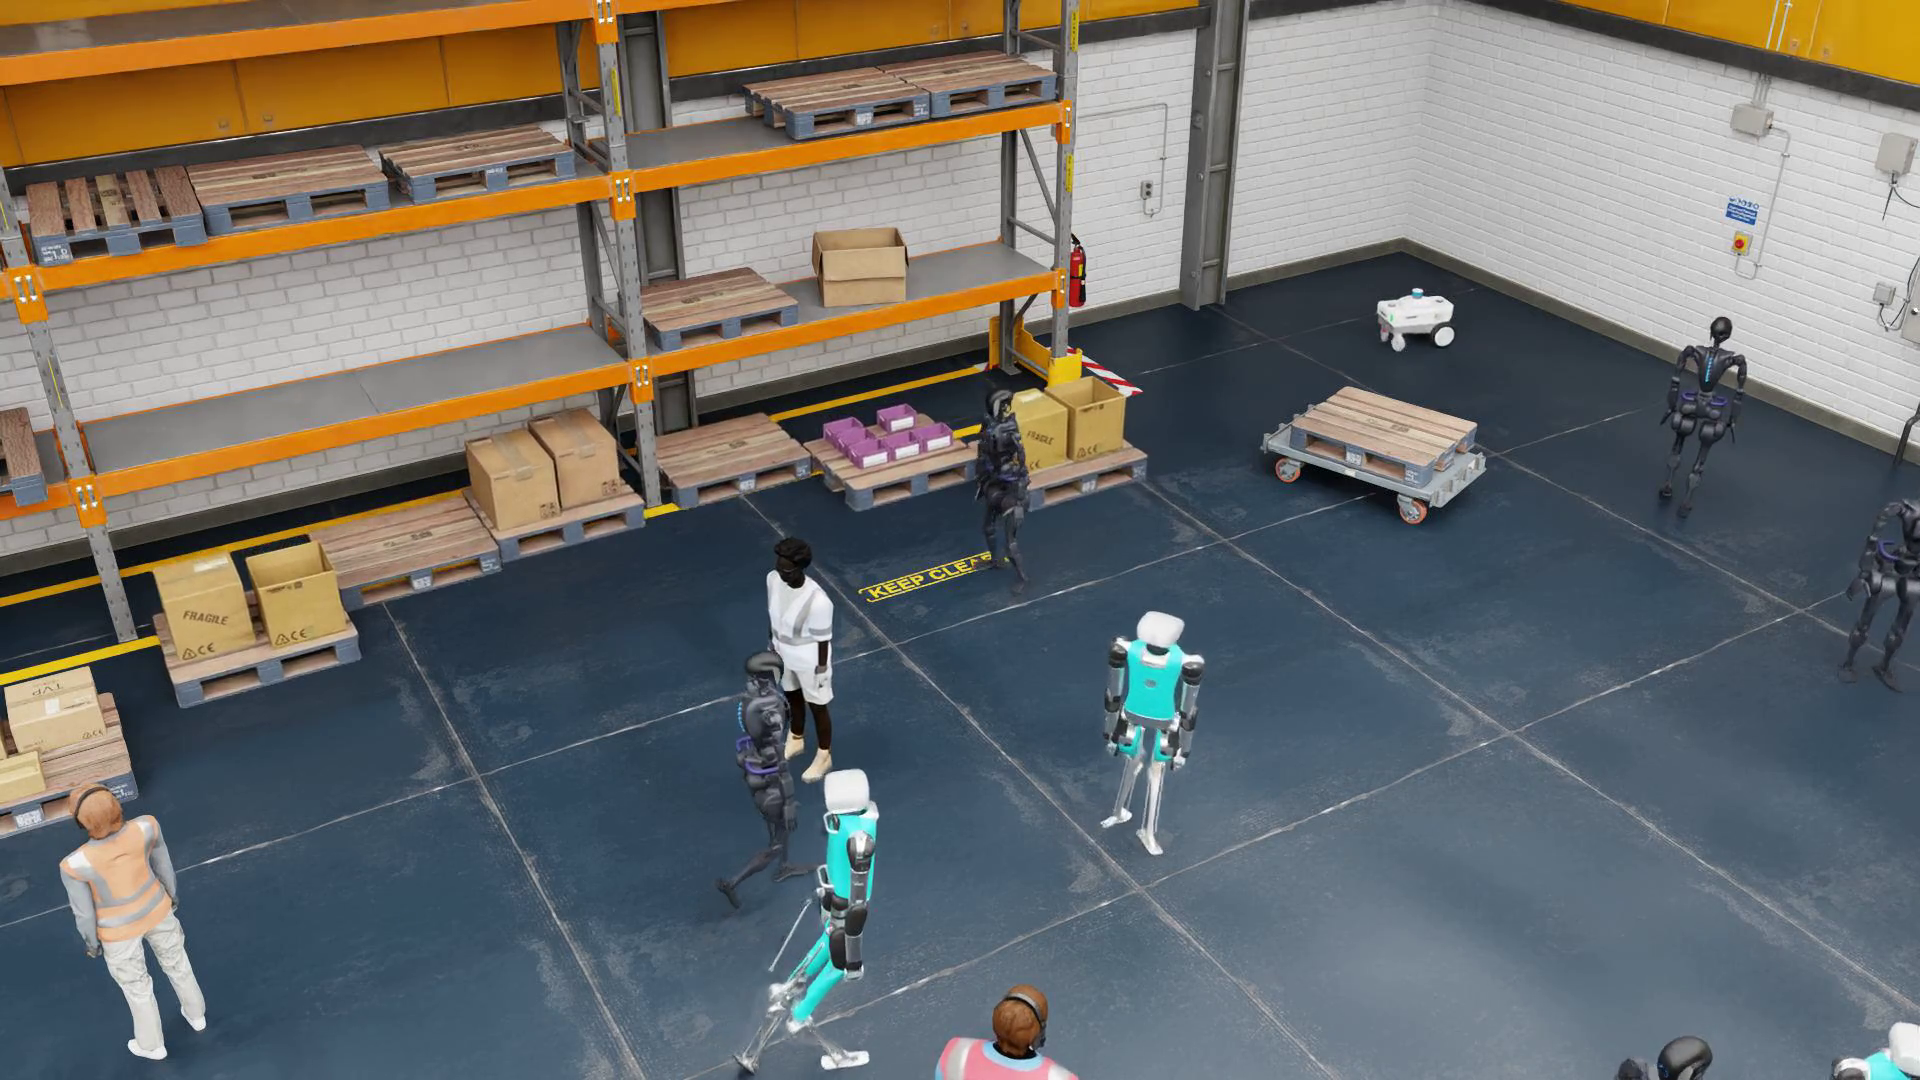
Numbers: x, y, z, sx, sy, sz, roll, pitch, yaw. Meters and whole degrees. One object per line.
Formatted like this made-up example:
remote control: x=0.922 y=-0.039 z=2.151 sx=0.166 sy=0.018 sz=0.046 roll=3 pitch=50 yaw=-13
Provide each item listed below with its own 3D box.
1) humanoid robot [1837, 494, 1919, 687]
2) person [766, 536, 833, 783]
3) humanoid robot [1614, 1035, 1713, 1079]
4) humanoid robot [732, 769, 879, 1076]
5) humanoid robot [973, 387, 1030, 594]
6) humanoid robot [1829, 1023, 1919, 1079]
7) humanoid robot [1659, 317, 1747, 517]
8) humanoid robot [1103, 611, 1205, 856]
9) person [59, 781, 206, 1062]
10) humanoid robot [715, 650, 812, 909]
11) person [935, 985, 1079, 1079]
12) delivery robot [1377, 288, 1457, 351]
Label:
humanoid robot: x=6.306 y=0.238 z=11.107 sx=0.599 sy=1.657 sz=0.315 roll=6 pitch=30 yaw=10
person: x=-0.984 y=0.720 z=10.252 sx=0.536 sy=1.698 sz=0.319 roll=26 pitch=38 yaw=38
humanoid robot: x=2.875 y=2.657 z=6.887 sx=0.613 sy=1.651 sz=0.603 roll=-15 pitch=33 yaw=-25
humanoid robot: x=-0.789 y=1.960 z=8.100 sx=0.833 sy=1.860 sz=0.546 roll=-7 pitch=30 yaw=-12
humanoid robot: x=0.328 y=-0.386 z=12.238 sx=0.370 sy=1.640 sz=0.624 roll=-19 pitch=35 yaw=-30
humanoid robot: x=3.628 y=2.759 z=6.604 sx=0.565 sy=1.733 sz=1.009 roll=4 pitch=30 yaw=6
humanoid robot: x=5.949 y=-1.014 z=13.340 sx=0.589 sy=1.643 sz=0.462 roll=16 pitch=33 yaw=27
humanoid robot: x=1.117 y=1.064 z=9.613 sx=0.609 sy=1.779 sz=0.821 roll=9 pitch=31 yaw=16
person: x=-4.091 y=1.886 z=8.240 sx=0.306 sy=1.640 sz=0.513 roll=19 pitch=34 yaw=30
humanoid robot: x=-1.140 y=1.309 z=9.247 sx=0.618 sy=1.641 sz=0.597 roll=-13 pitch=32 yaw=-21
person: x=0.214 y=2.564 z=6.854 sx=0.628 sy=1.835 sz=0.431 roll=11 pitch=31 yaw=18
delivery robot: x=4.550 y=-2.220 z=16.597 sx=0.749 sy=0.578 sz=0.509 roll=-6 pitch=30 yaw=-11
